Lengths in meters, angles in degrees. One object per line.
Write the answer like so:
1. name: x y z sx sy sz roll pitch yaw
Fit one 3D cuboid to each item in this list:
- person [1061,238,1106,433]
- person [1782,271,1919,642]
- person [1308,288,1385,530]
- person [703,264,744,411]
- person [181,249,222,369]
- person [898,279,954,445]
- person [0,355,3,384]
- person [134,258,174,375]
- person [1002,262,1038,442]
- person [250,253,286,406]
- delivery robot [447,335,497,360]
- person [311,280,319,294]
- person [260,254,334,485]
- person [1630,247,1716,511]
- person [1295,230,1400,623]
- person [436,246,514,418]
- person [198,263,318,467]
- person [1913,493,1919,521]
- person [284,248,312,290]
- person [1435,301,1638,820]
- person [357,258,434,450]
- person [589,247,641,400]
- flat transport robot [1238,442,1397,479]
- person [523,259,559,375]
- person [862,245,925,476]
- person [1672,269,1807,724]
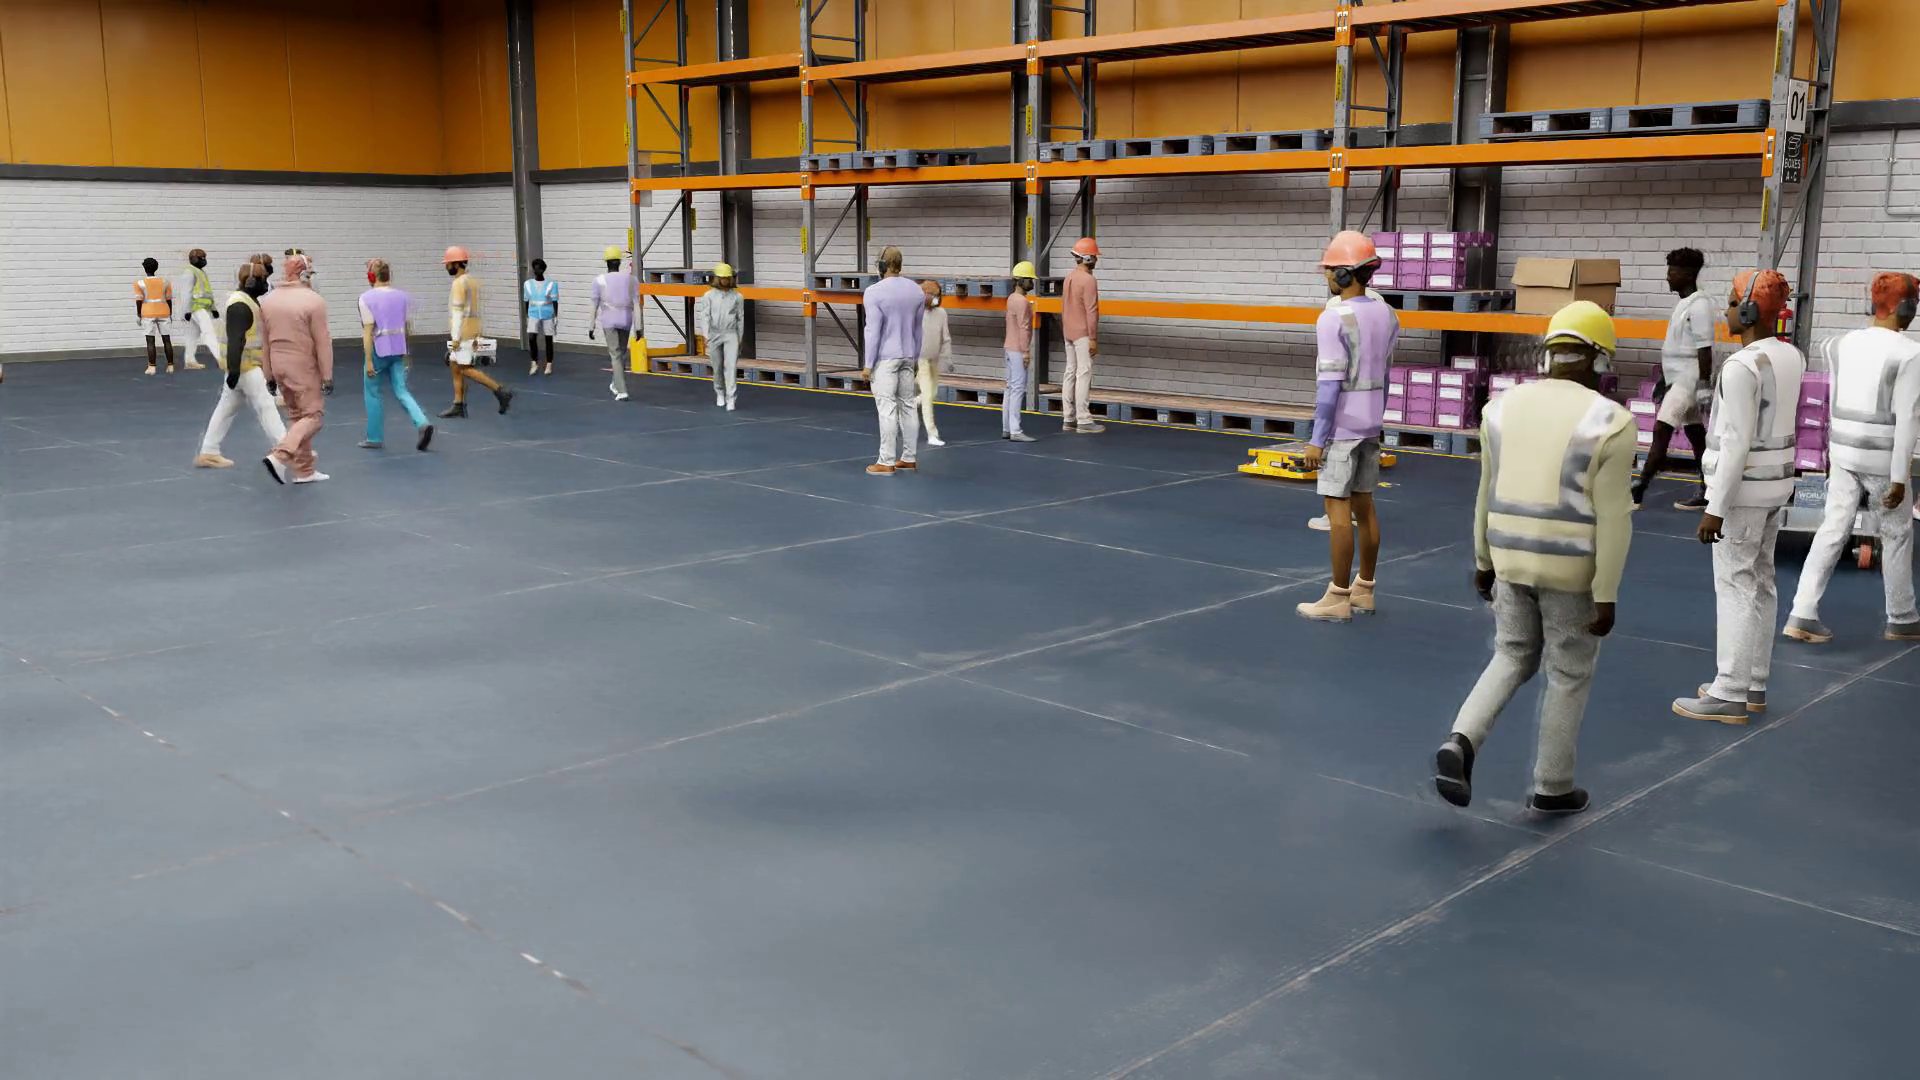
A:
1. person: 1.264 -2.105 17.145 0.393 1.995 0.612 -5 11 -23
2. person: 4.498 -0.388 8.208 0.825 1.853 0.581 -4 11 -22
3. person: 2.663 -1.054 11.415 0.608 1.996 0.375 -10 14 -43
4. person: -2.764 -2.385 19.488 0.481 1.700 0.910 -1 10 -8
5. person: -11.380 -3.485 25.177 0.912 1.802 0.646 -2 11 -8
6. person: -0.378 -1.744 16.257 0.514 1.605 0.723 -9 14 -40
7. person: -8.911 -1.573 14.834 0.616 1.785 0.944 -2 11 -10
8. person: -11.742 -3.259 24.256 0.532 1.696 0.319 -10 14 -43
9. person: 0.599 -1.848 16.376 0.328 1.765 0.528 -2 11 -12
10. person: -8.286 -2.476 19.655 0.733 1.822 0.631 -8 13 -37
11. delivery robot: -7.481 -2.967 25.523 0.707 0.478 0.477 -10 15 -44
12. person: -10.141 -3.481 25.687 0.453 1.620 0.498 9 14 42
13. person: -5.357 -1.346 13.345 0.678 1.879 0.710 5 11 24
14. person: 5.182 -1.170 12.204 0.929 1.927 0.622 3 11 15
15. person: 2.020 -0.585 8.725 0.606 2.046 0.369 -10 14 -43
16. person: -5.390 -2.282 18.345 0.788 1.912 0.541 -1 10 -7
17. person: -6.219 -1.508 14.495 0.984 1.788 0.631 -4 11 -19
18. person: 6.913 -0.964 11.347 0.733 1.845 1.006 0 10 -2
19. person: -8.388 -2.753 21.064 0.493 1.852 0.565 -4 11 -20
20. person: 1.956 0.099 5.646 0.631 1.803 0.615 -8 13 -36
21. person: -5.364 -1.738 15.654 0.835 1.815 0.574 6 12 29
22. person: -4.280 -2.679 20.611 0.607 1.872 1.008 -6 12 -28
23. flat transport robot: 3.070 -0.706 14.224 1.431 0.197 0.652 -10 14 -44
24. person: -6.054 -3.215 24.045 0.541 1.676 0.570 0 10 -2
25. person: -0.576 -1.510 14.058 0.629 1.940 0.373 -10 14 -43
26. person: 3.259 -0.174 6.927 0.574 1.883 0.356 -10 14 -43
